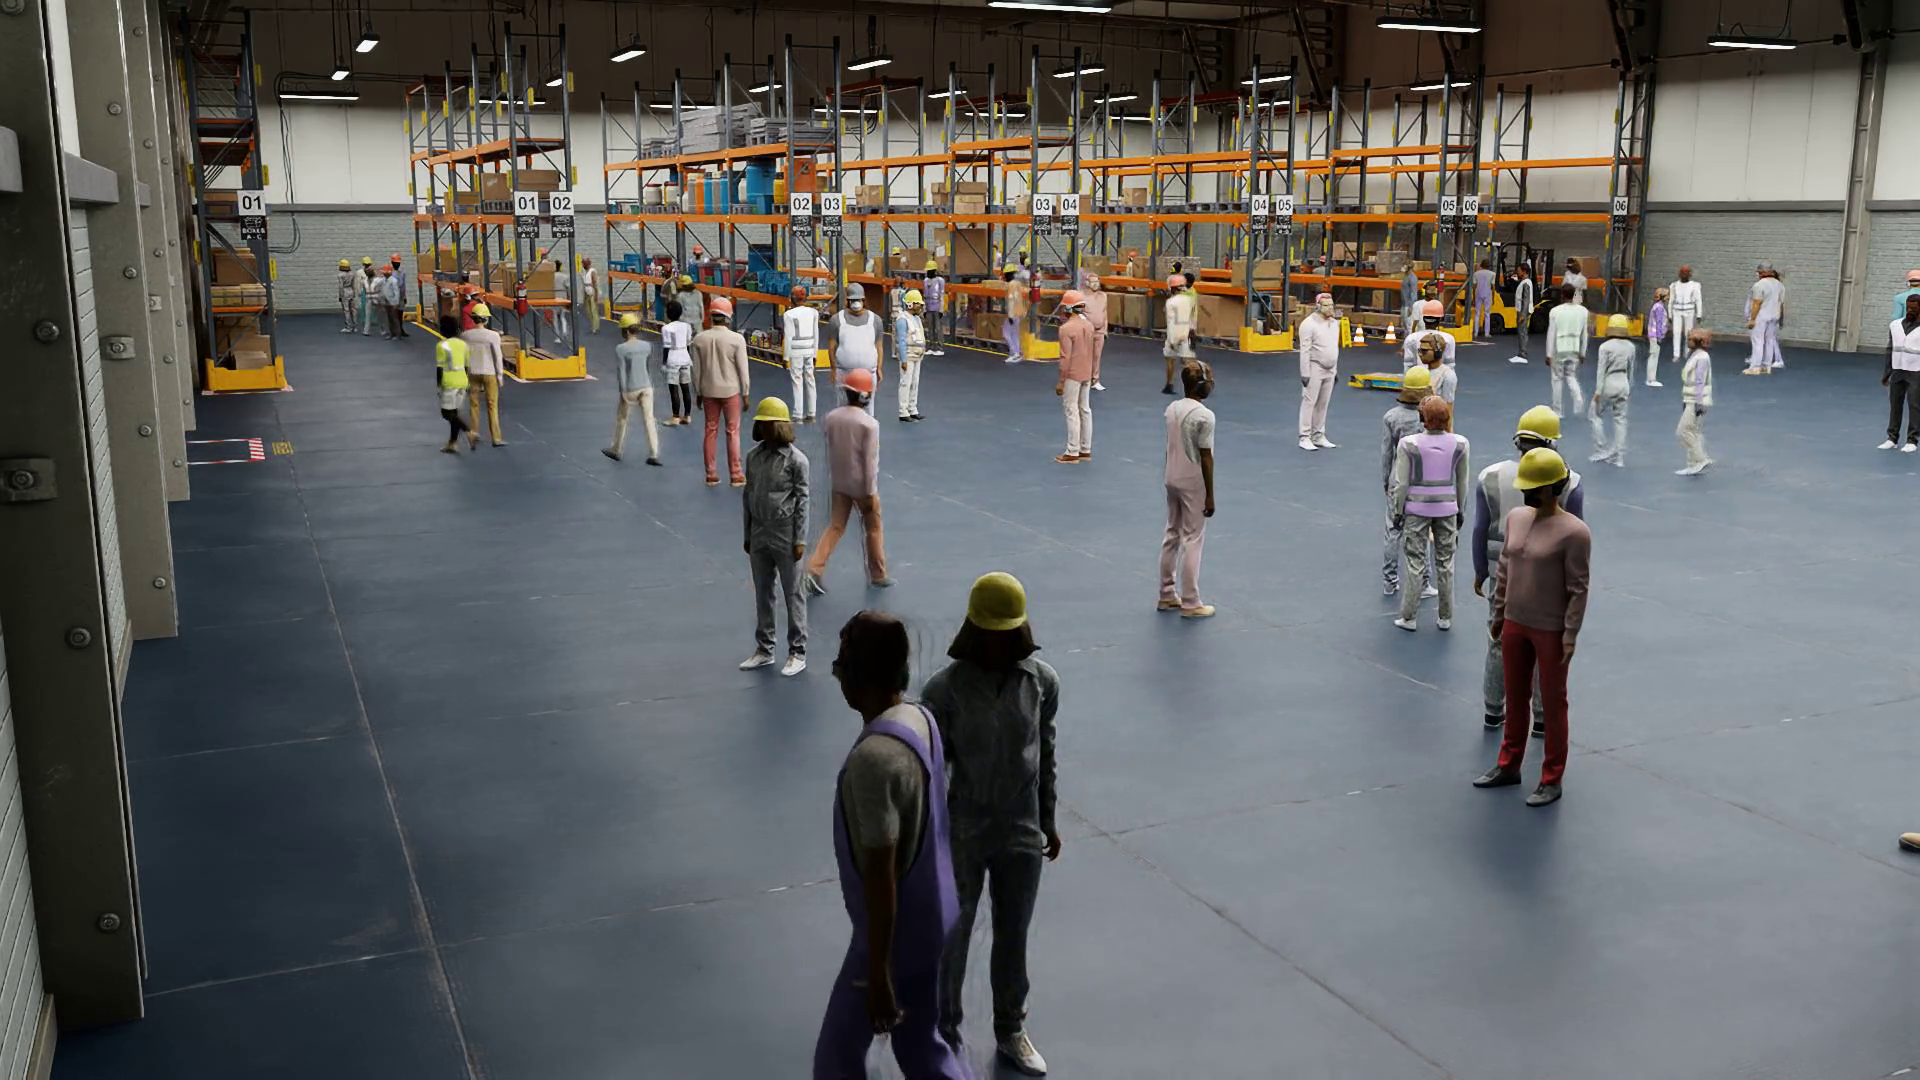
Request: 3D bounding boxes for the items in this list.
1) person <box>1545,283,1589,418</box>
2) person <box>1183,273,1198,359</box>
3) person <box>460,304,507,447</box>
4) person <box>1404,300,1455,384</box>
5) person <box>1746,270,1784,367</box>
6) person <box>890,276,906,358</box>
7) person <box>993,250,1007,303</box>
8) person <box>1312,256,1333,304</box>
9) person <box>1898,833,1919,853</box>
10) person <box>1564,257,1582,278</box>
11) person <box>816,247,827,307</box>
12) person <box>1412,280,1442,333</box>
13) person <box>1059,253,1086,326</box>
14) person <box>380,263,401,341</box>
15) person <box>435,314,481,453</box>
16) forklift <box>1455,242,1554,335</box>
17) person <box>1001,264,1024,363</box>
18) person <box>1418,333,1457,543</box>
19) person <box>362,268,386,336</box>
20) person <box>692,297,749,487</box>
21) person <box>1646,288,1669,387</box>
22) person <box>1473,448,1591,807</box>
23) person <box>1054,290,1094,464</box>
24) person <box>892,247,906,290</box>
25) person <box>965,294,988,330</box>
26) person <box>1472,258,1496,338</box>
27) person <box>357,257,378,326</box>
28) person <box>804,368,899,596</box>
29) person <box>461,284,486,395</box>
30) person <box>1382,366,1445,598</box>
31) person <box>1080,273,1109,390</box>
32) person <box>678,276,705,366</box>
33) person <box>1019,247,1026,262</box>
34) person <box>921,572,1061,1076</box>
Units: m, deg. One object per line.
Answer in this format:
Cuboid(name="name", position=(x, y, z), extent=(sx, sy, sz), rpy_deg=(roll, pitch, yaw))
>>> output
Cuboid(name="person", position=(8.505, -2.644, 23.312), extent=(0.609, 1.904, 0.594), rpy_deg=(-2, 11, -12))
Cuboid(name="person", position=(4.551, -4.450, 33.022), extent=(0.317, 1.695, 0.540), rpy_deg=(-1, 11, -6))
Cuboid(name="person", position=(-5.895, -2.027, 20.540), extent=(0.526, 1.765, 0.329), rpy_deg=(1, 11, 6))
Cuboid(name="person", position=(5.100, -1.635, 18.105), extent=(0.542, 1.938, 0.358), rpy_deg=(4, 12, 22))
Cuboid(name="person", position=(15.236, -4.168, 31.315), extent=(0.544, 1.819, 1.005), rpy_deg=(-4, 12, -21))
Cuboid(name="person", position=(-1.196, -4.393, 32.885), extent=(0.308, 1.638, 0.511), rpy_deg=(-8, 14, -36))
Cuboid(name="person", position=(1.245, -8.470, 53.439), extent=(0.564, 1.702, 0.915), rpy_deg=(3, 12, 15))
Cuboid(name="person", position=(9.550, -6.606, 43.832), extent=(0.563, 1.753, 0.335), rpy_deg=(7, 13, 32))
Cuboid(name="person", position=(4.410, 0.460, 7.189), extent=(0.374, 2.043, 0.611), rpy_deg=(3, 11, 14))
Cuboid(name="person", position=(13.892, -5.488, 37.856), extent=(0.329, 1.871, 0.513), rpy_deg=(-6, 12, -26))
Cuboid(name="person", position=(-4.082, -7.599, 48.578), extent=(0.343, 1.878, 0.571), rpy_deg=(6, 13, 28))
Cuboid(name="person", position=(7.079, -2.997, 25.201), extent=(0.538, 1.869, 0.312), rpy_deg=(-4, 12, -20))
Cuboid(name="person", position=(2.374, -5.187, 35.892), extent=(0.748, 2.000, 0.712), rpy_deg=(7, 13, 32))
Cuboid(name="person", position=(-12.896, -5.386, 37.636), extent=(0.344, 1.749, 0.571), rpy_deg=(-10, 15, -41))
Cuboid(name="person", position=(-6.002, -1.846, 19.835), extent=(0.654, 1.681, 0.543), rpy_deg=(4, 12, 21))
Cuboid(name="forklift", position=(13.047, -6.049, 39.881), extent=(2.313, 2.155, 1.214), rpy_deg=(-5, 12, -23))
Cuboid(name="person", position=(1.001, -4.368, 32.079), extent=(0.450, 1.895, 0.608), rpy_deg=(4, 12, 20))
Cuboid(name="person", position=(4.147, -0.900, 14.630), extent=(0.339, 1.839, 0.505), rpy_deg=(-4, 12, -20))
Cuboid(name="person", position=(-13.793, -5.596, 39.115), extent=(0.518, 1.590, 0.859), rpy_deg=(1, 11, 5))
Cuboid(name="person", position=(-2.505, -1.556, 17.559), extent=(0.622, 1.990, 0.402), rpy_deg=(3, 12, 15))
Cuboid(name="person", position=(11.626, -3.376, 27.742), extent=(0.311, 1.632, 0.516), rpy_deg=(4, 12, 19))
Cuboid(name="person", position=(2.805, 0.419, 8.126), extent=(0.327, 1.760, 0.524), rpy_deg=(-6, 13, -29))
Cuboid(name="person", position=(1.312, -1.879, 19.193), extent=(0.391, 1.995, 0.613), rpy_deg=(9, 14, 38))
Cuboid(name="person", position=(-1.764, -7.176, 46.287), extent=(0.584, 1.928, 0.367), rpy_deg=(4, 12, 19))
Cuboid(name="person", position=(0.382, -5.781, 39.353), extent=(0.650, 1.871, 0.911), rpy_deg=(-4, 12, -21))
Cuboid(name="person", position=(12.101, -5.589, 38.434), extent=(0.510, 1.846, 0.341), rpy_deg=(5, 12, 24))
Cuboid(name="person", position=(-15.133, -6.359, 42.548), extent=(0.533, 1.767, 0.326), rpy_deg=(-8, 14, -36))
Cuboid(name="person", position=(-0.839, -0.436, 12.569), extent=(0.565, 1.725, 0.816), rpy_deg=(9, 15, 40))
Cuboid(name="person", position=(-7.729, -3.175, 26.399), extent=(0.330, 1.751, 0.565), rpy_deg=(3, 12, 17))
Cuboid(name="person", position=(3.405, -0.435, 12.494), extent=(0.488, 1.746, 0.287), rpy_deg=(8, 14, 36))
Cuboid(name="person", position=(2.144, -3.371, 27.008), extent=(0.651, 1.906, 0.403), rpy_deg=(-6, 13, -28))
Cuboid(name="person", position=(-5.016, -4.101, 31.252), extent=(0.506, 1.699, 0.701), rpy_deg=(-5, 12, -22))
Cuboid(name="person", position=(2.043, -8.677, 54.318), extent=(0.297, 1.772, 0.533), rpy_deg=(-2, 11, -12))
Cuboid(name="person", position=(0.111, 0.950, 5.464), extent=(0.490, 1.741, 0.323), rpy_deg=(-4, 12, -21))
